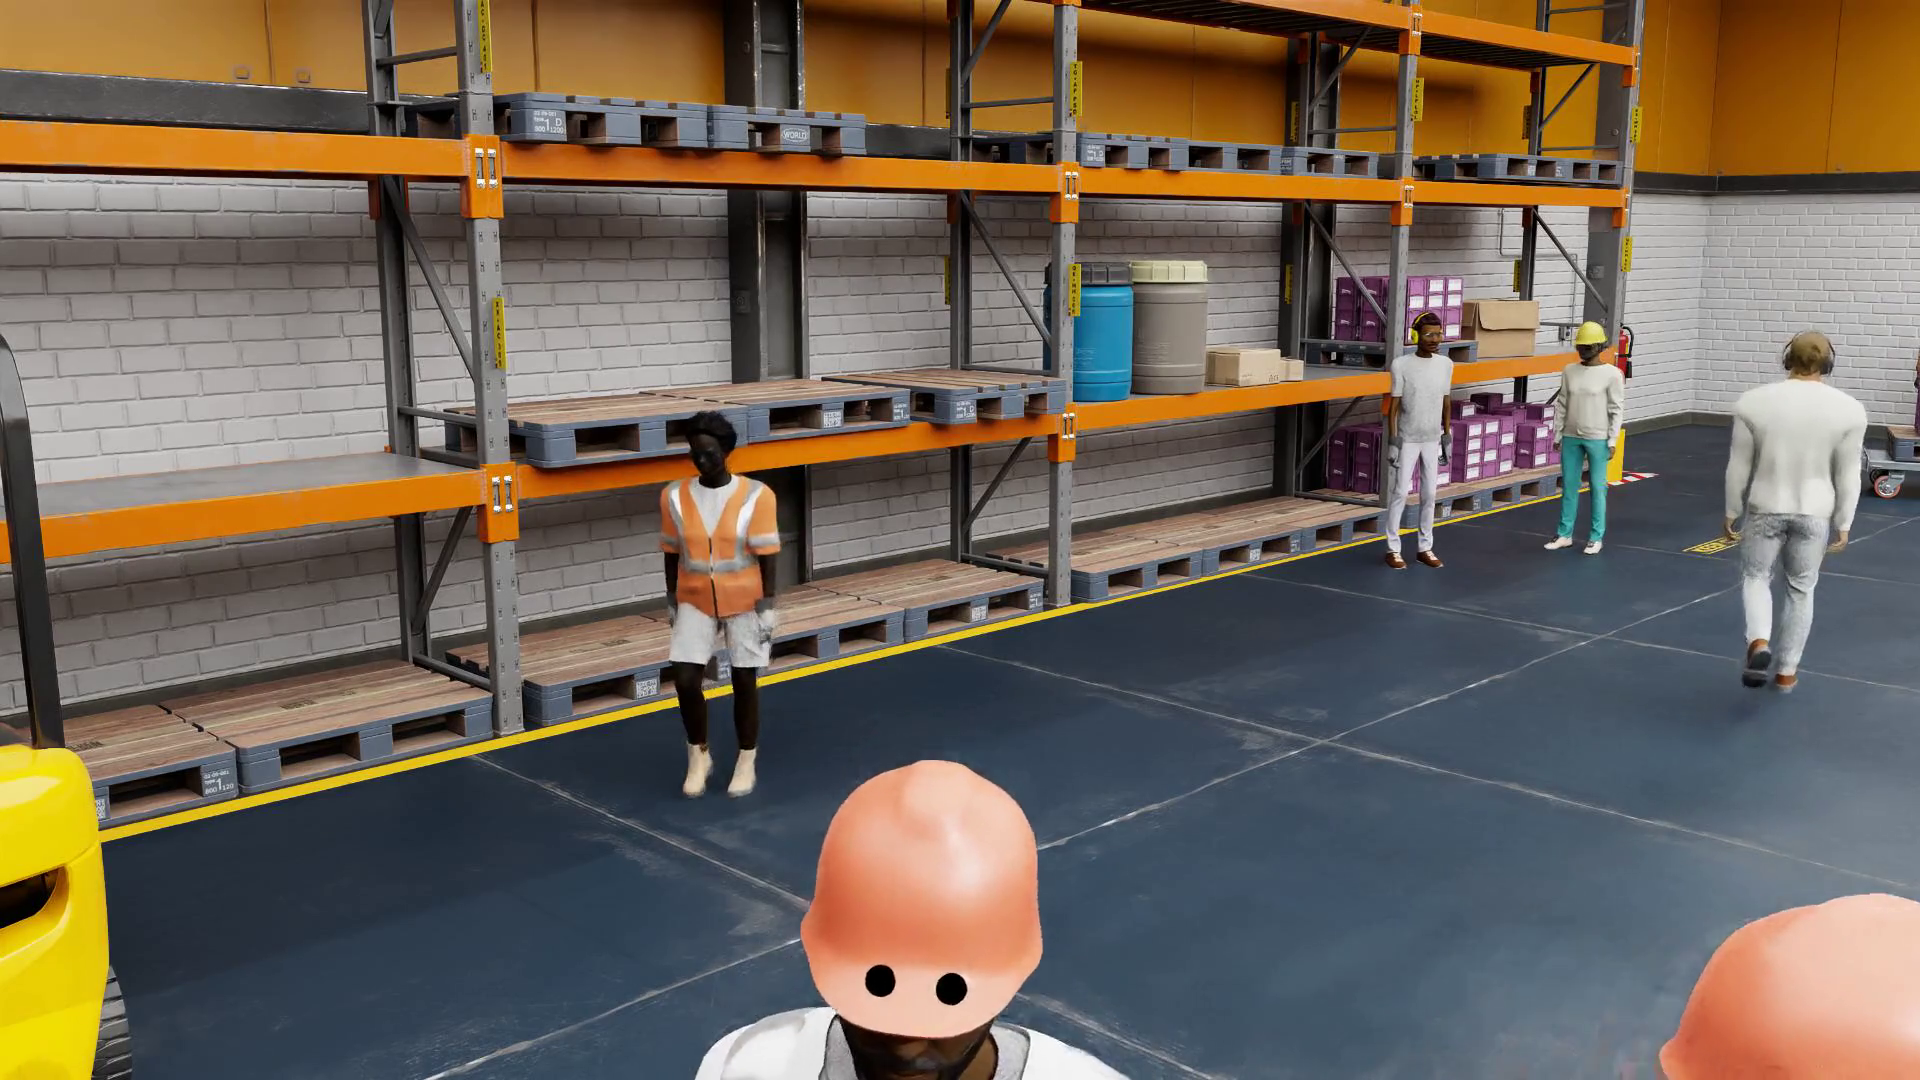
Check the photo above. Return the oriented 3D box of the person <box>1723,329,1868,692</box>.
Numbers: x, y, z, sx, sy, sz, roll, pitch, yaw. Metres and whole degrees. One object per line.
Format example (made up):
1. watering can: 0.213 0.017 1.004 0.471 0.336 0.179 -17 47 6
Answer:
1. person: 4.302 -0.124 8.624 0.640 1.926 0.618 5 12 26

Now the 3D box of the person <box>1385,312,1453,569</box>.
1. person: 3.326 -0.712 12.035 0.515 1.861 0.320 -3 11 -14

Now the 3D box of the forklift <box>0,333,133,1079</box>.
1. forklift: -3.289 0.485 4.582 1.214 2.155 2.313 -10 14 -44

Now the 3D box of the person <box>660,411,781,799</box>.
1. person: -1.019 0.290 7.056 0.544 1.678 0.454 1 10 5

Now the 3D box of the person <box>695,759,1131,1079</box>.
1. person: -0.040 1.131 1.842 0.556 1.908 0.537 2 11 9

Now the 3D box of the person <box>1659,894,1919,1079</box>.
1. person: 0.630 1.222 1.440 1.029 1.885 0.563 -4 11 -19

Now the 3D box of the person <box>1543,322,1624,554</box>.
1. person: 4.737 -0.764 12.608 0.337 1.761 0.551 -9 14 -40

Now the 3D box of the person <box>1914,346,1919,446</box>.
1. person: 10.963 -1.813 18.613 0.515 1.645 0.309 1 10 4
